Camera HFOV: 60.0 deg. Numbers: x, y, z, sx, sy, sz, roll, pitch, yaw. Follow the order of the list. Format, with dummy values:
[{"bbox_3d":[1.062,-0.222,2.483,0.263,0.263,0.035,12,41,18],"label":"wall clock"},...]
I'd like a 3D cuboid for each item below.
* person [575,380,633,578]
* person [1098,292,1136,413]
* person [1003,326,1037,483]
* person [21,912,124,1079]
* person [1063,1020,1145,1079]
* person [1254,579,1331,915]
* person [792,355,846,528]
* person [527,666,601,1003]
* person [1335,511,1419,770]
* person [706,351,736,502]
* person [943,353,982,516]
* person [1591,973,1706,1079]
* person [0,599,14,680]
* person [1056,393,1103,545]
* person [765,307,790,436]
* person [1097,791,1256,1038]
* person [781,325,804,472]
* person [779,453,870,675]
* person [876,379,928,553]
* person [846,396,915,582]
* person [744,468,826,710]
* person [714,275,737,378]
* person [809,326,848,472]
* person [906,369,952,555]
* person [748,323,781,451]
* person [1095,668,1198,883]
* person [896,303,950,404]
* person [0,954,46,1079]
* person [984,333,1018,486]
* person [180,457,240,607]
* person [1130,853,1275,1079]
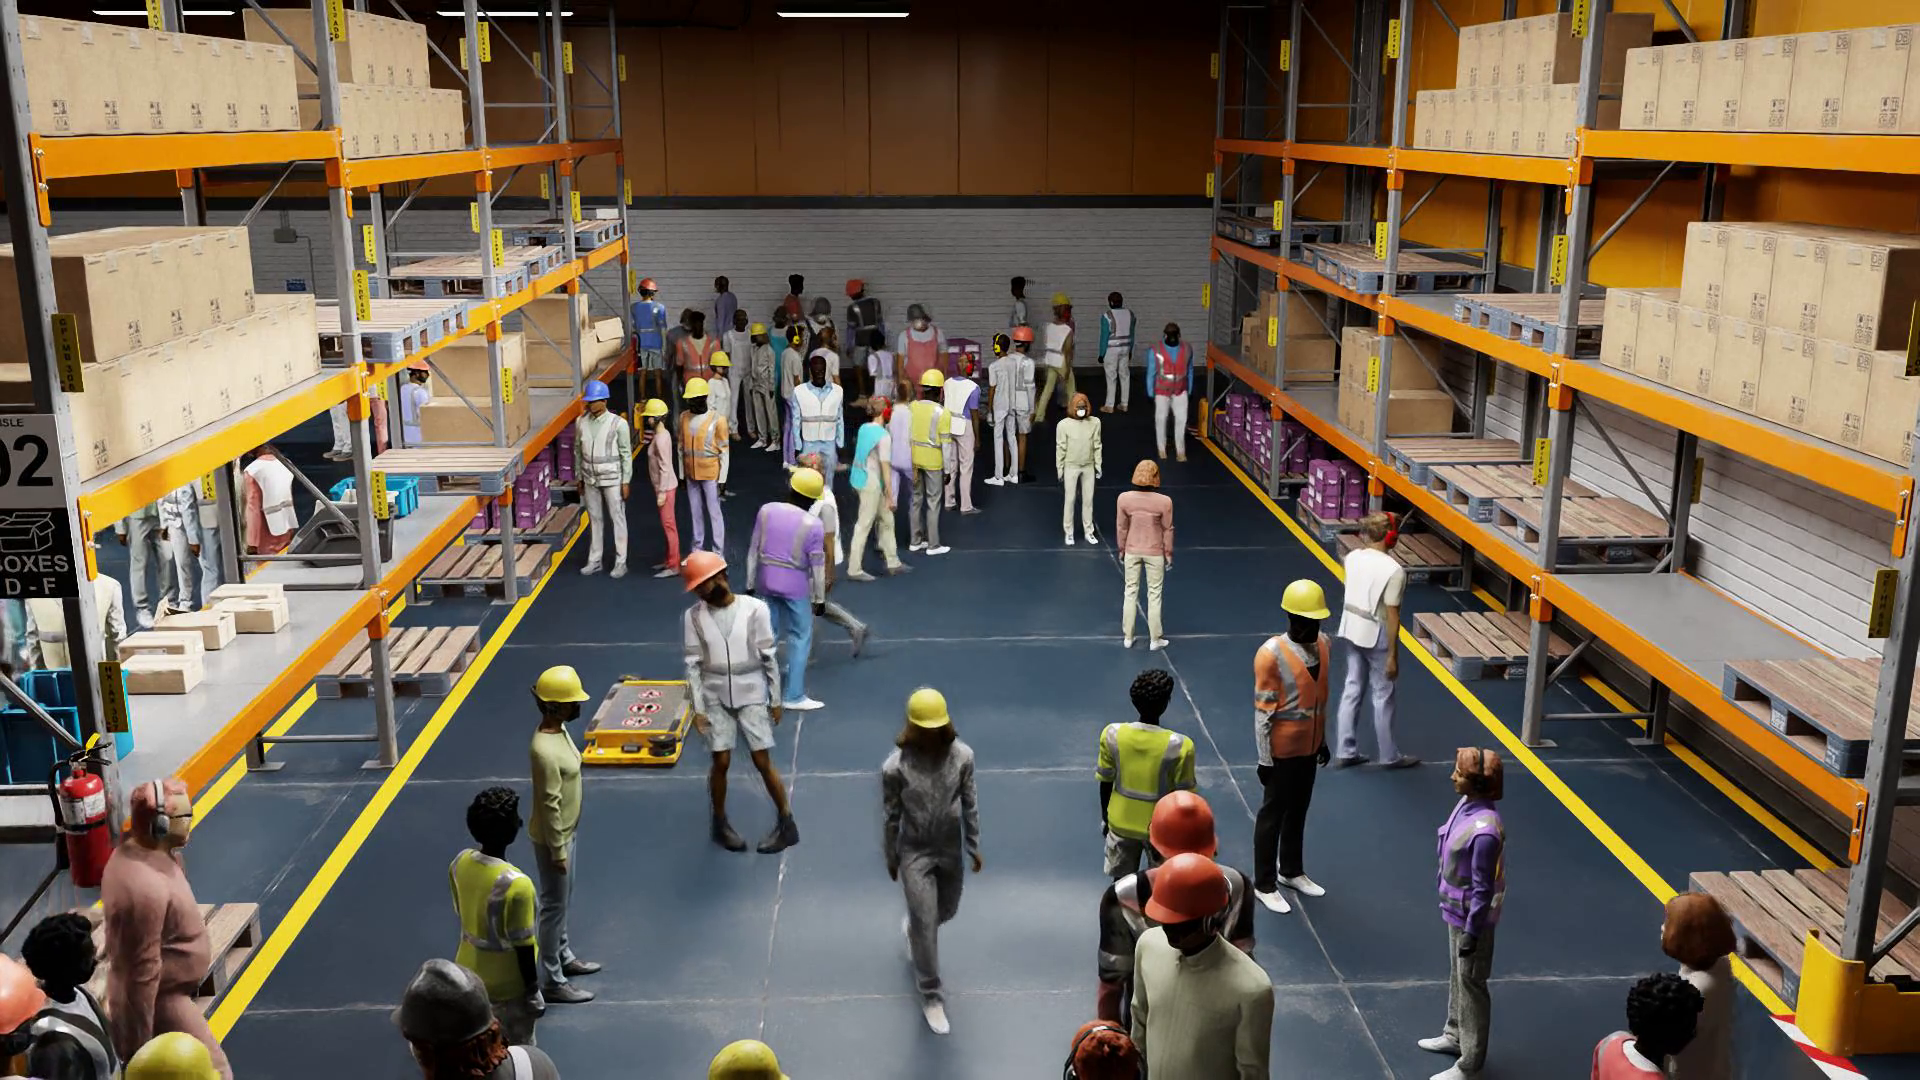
[{"bbox_3d":[-3.484,-0.596,16.241,0.605,1.949,0.399,6,15,21],"label":"person"},{"bbox_3d":[2.370,-2.860,25.355,0.621,1.838,0.429,-8,16,-29],"label":"person"},{"bbox_3d":[0.746,-1.666,20.482,0.391,1.930,0.547,-12,19,-40],"label":"person"},{"bbox_3d":[-3.185,2.137,6.023,0.318,1.695,0.540,-7,16,-24],"label":"person"},{"bbox_3d":[0.427,2.314,4.960,0.576,1.880,0.360,0,14,1],"label":"person"},{"bbox_3d":[1.900,1.149,9.433,0.594,1.926,0.366,-12,19,-40],"label":"person"},{"bbox_3d":[-1.539,-1.061,18.126,0.587,1.920,0.392,-5,15,-20],"label":"person"},{"bbox_3d":[-2.019,1.485,8.458,0.338,1.761,0.524,-2,14,-7],"label":"person"},{"bbox_3d":[2.849,0.698,11.404,0.488,1.842,0.592,-7,16,-25],"label":"person"},{"bbox_3d":[-2.810,-1.340,19.527,0.331,1.768,0.527,4,15,14],"label":"person"},{"bbox_3d":[0.011,-1.192,18.815,0.394,1.836,0.561,-12,18,-39],"label":"person"},{"bbox_3d":[2.274,2.243,5.608,0.320,1.692,0.531,0,14,0],"label":"person"},{"bbox_3d":[-6.559,0.802,10.938,1.021,1.851,0.648,13,19,42],"label":"person"},{"bbox_3d":[1.252,-0.747,17.486,0.503,1.623,0.298,-4,15,-16],"label":"person"},{"bbox_3d":[-2.539,-2.407,23.613,0.514,1.816,0.635,0,14,1],"label":"person"},{"bbox_3d":[0.828,1.894,6.320,0.614,2.029,0.409,-3,15,-11],"label":"person"},{"bbox_3d":[-2.105,-1.797,21.136,0.328,1.863,0.508,-6,16,-23],"label":"person"},{"bbox_3d":[-1.121,0.172,13.490,0.781,1.820,0.572,-6,15,-22],"label":"person"},{"bbox_3d":[-0.601,-0.767,17.238,0.509,1.802,0.976,6,16,24],"label":"person"},{"bbox_3d":[-0.739,-0.488,16.088,0.822,1.802,0.580,-4,15,-16],"label":"person"},{"bbox_3d":[-1.351,0.365,12.629,0.745,1.876,0.385,7,16,24],"label":"person"},{"bbox_3d":[-3.795,-3.315,26.965,0.369,1.933,0.627,4,15,15],"label":"person"},{"bbox_3d":[-1.698,-1.788,21.129,0.506,1.846,0.348,12,18,39],"label":"person"},{"bbox_3d":[-0.305,-0.802,17.124,0.581,1.918,0.408,11,18,37],"label":"person"},{"bbox_3d":[-2.681,-2.071,22.464,0.489,1.735,0.330,13,19,41],"label":"person"},{"bbox_3d":[0.964,1.482,8.586,0.540,1.695,0.317,7,16,25],"label":"person"},{"bbox_3d":[-0.492,-2.168,22.231,0.718,2.000,0.535,-1,14,-6],"label":"person"},{"bbox_3d":[-2.829,2.210,5.035,0.609,2.044,0.395,-1,14,-4],"label":"person"},{"bbox_3d":[0.527,-1.592,20.337,0.510,1.860,0.333,-11,18,-38],"label":"person"},{"bbox_3d":[-6.437,-0.099,14.383,0.391,1.905,0.599,7,16,27],"label":"person"},{"bbox_3d":[0.814,2.026,5.880,0.407,1.986,0.616,-13,19,-41],"label":"person"}]
